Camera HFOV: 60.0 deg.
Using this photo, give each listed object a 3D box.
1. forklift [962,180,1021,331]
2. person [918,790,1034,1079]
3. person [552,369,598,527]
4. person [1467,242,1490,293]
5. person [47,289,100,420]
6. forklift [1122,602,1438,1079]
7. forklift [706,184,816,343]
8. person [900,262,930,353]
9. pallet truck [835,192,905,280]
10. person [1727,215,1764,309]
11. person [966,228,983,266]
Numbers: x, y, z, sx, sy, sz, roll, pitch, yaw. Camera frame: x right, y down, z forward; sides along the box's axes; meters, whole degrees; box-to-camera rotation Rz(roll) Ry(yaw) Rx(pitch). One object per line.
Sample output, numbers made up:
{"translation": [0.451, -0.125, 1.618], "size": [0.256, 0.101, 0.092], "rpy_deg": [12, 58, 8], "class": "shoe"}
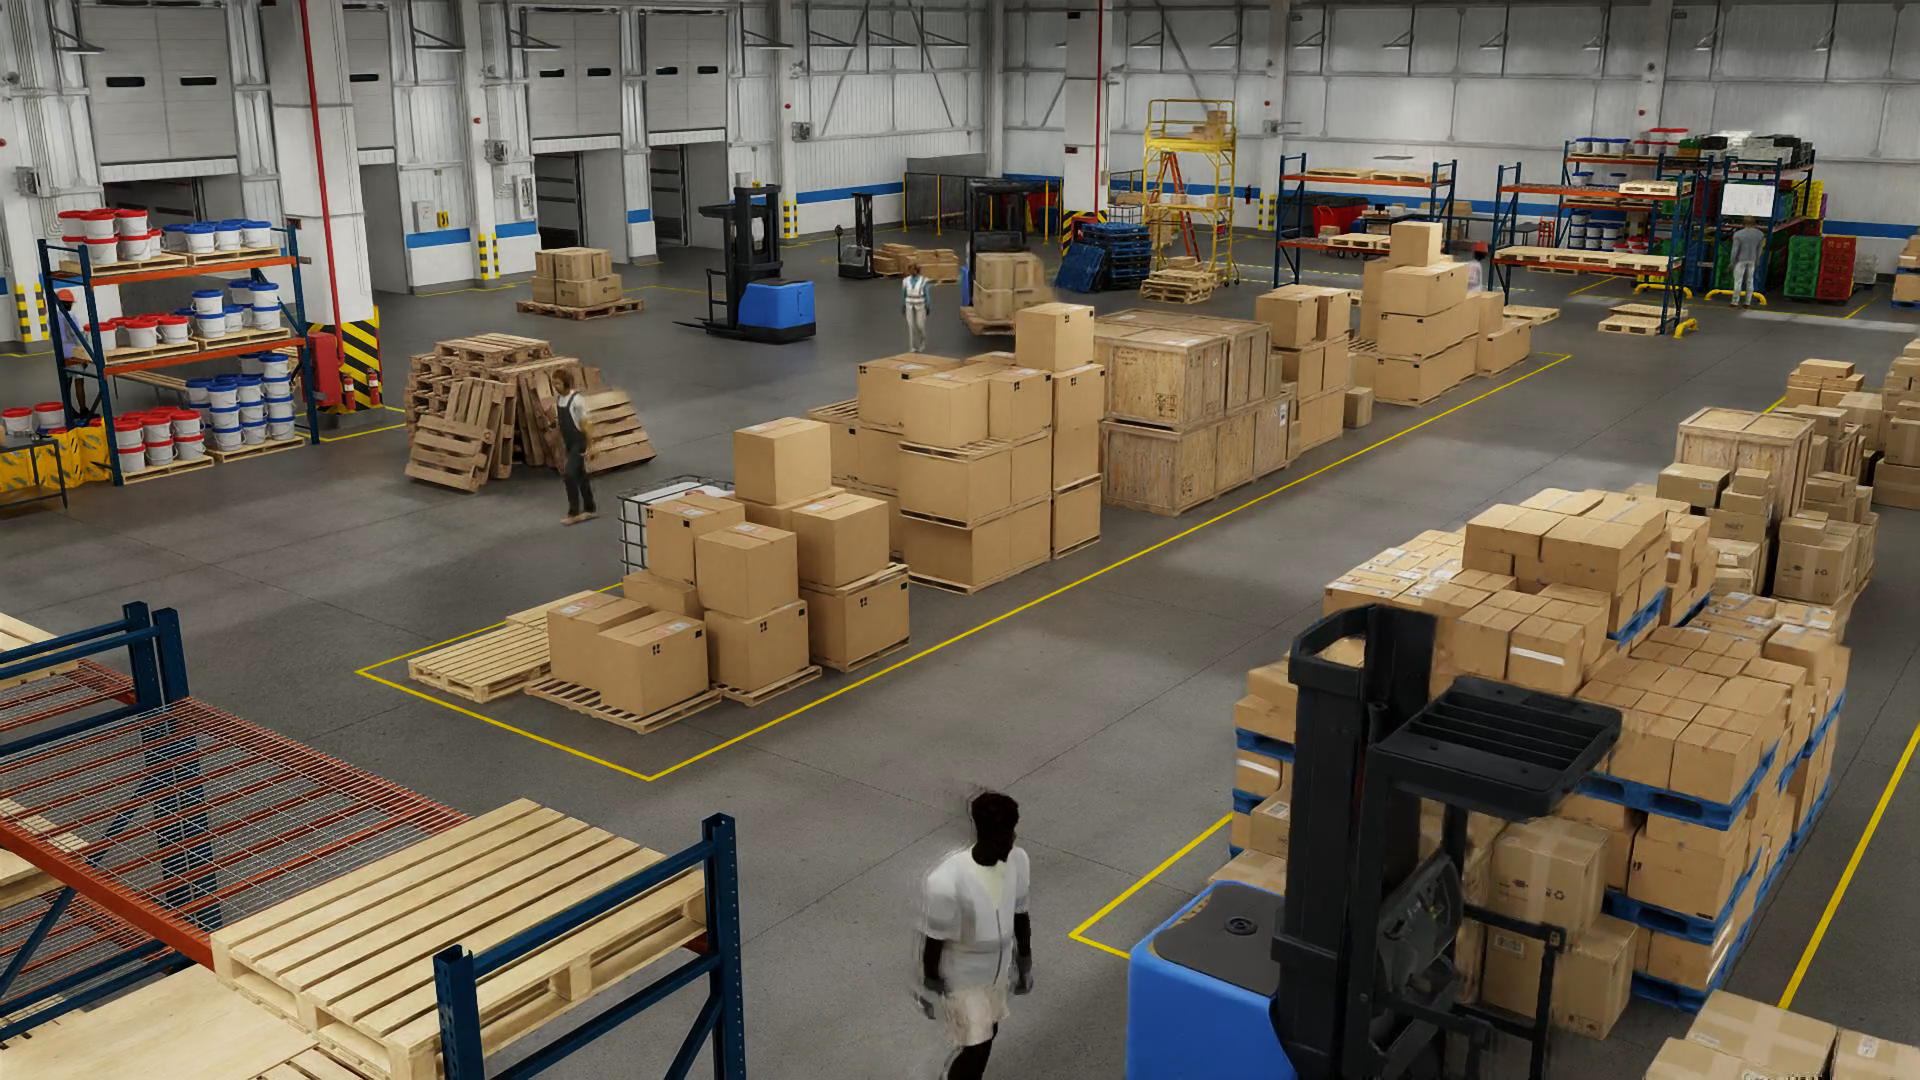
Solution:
{"translation": [0.678, -5.510, 32.020], "size": [1.129, 2.768, 1.873], "rpy_deg": [-2, 17, -7], "class": "forklift"}
{"translation": [0.094, 2.138, 8.281], "size": [0.649, 1.942, 0.450], "rpy_deg": [-15, 22, -40], "class": "person"}
{"translation": [-4.510, -1.067, 19.105], "size": [0.693, 1.817, 0.559], "rpy_deg": [-14, 22, -39], "class": "person"}
{"translation": [9.417, -4.476, 30.285], "size": [0.996, 1.880, 0.582], "rpy_deg": [6, 18, 20], "class": "person"}
{"translation": [-12.999, -2.701, 24.338], "size": [0.542, 1.929, 0.368], "rpy_deg": [6, 18, 19], "class": "person"}
{"translation": [1.845, 1.748, 7.985], "size": [1.873, 2.768, 1.129], "rpy_deg": [12, 21, 35], "class": "forklift"}
{"translation": [-3.717, -5.181, 30.929], "size": [1.873, 2.768, 1.129], "rpy_deg": [12, 21, 35], "class": "forklift"}
{"translation": [-0.806, -4.122, 29.556], "size": [0.537, 1.623, 0.381], "rpy_deg": [5, 17, 16], "class": "person"}
{"translation": [-1.936, -7.159, 38.982], "size": [1.885, 1.965, 0.823], "rpy_deg": [-12, 21, -34], "class": "pallet truck"}
{"translation": [16.228, -5.741, 34.397], "size": [0.627, 1.934, 0.370], "rpy_deg": [0, 17, 0], "class": "person"}
{"translation": [0.425, -5.361, 33.280], "size": [0.602, 1.855, 0.814], "rpy_deg": [6, 18, 19], "class": "person"}
